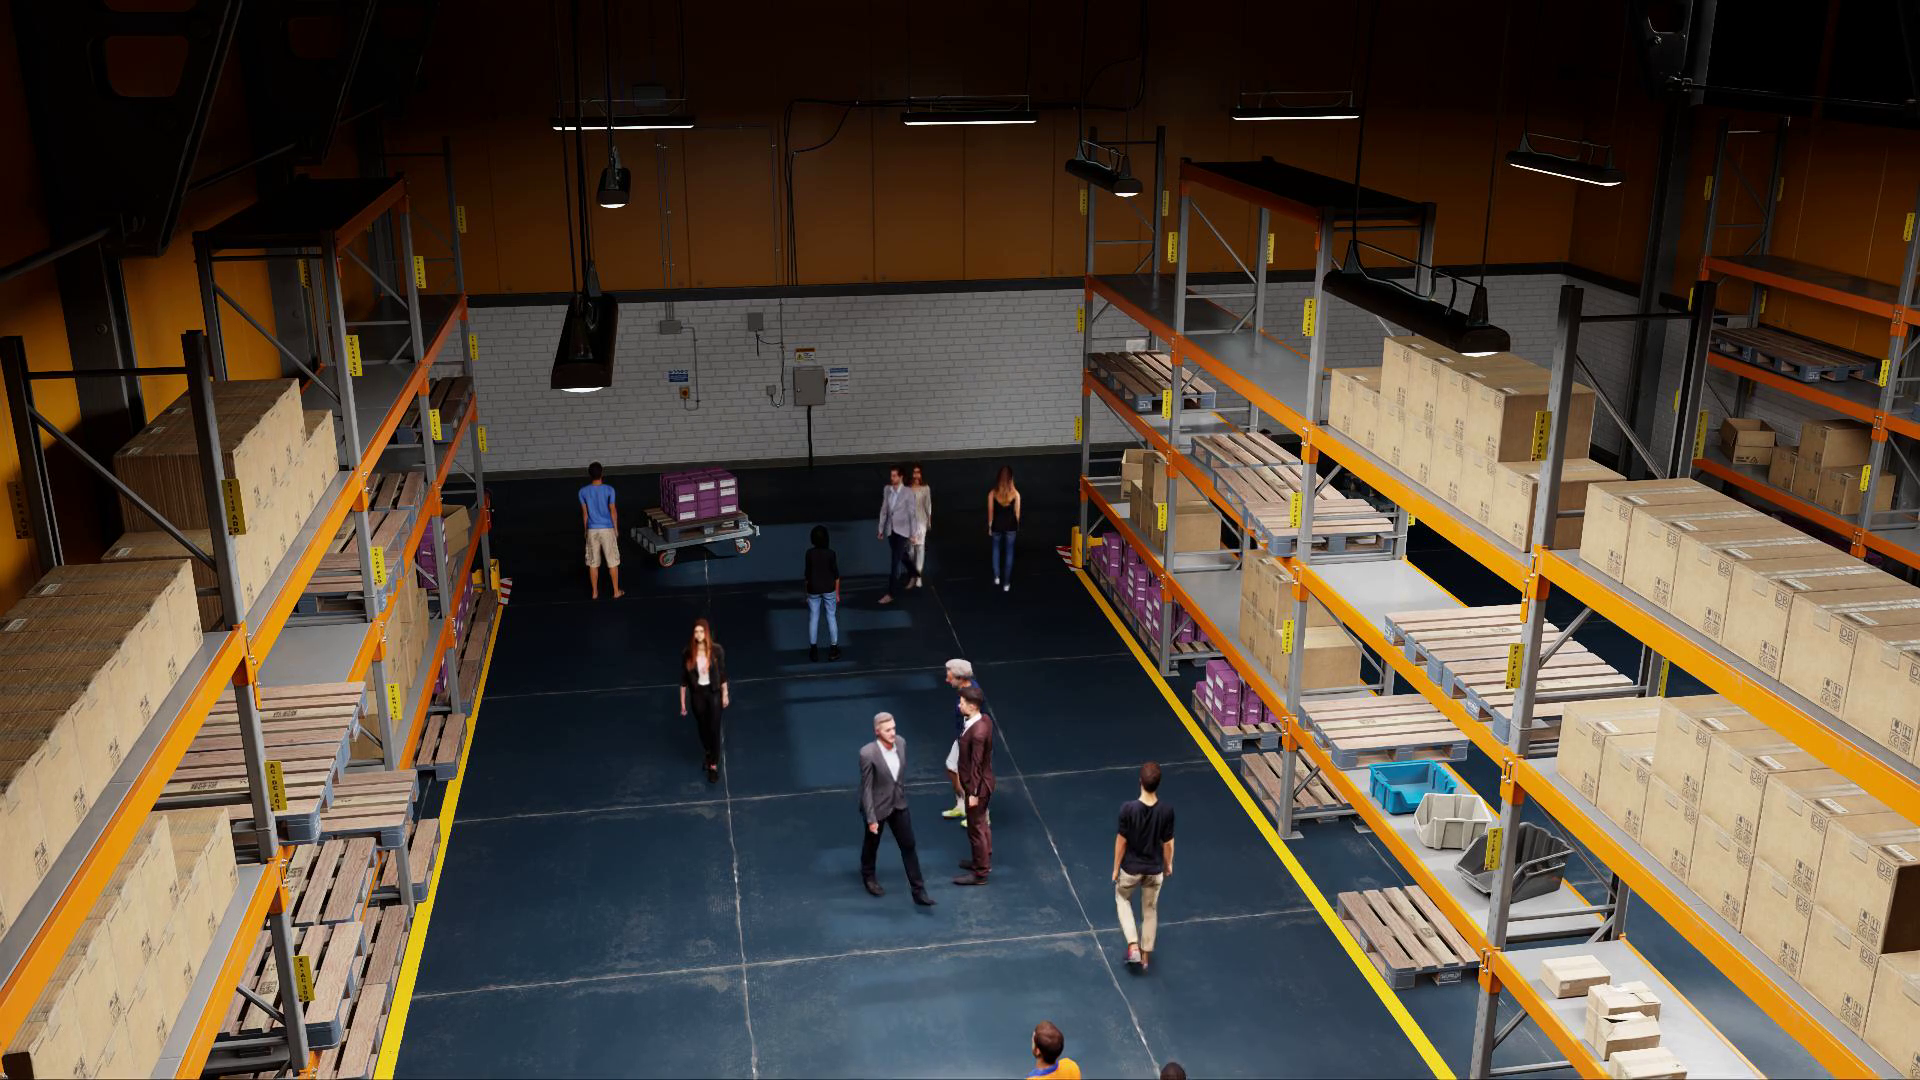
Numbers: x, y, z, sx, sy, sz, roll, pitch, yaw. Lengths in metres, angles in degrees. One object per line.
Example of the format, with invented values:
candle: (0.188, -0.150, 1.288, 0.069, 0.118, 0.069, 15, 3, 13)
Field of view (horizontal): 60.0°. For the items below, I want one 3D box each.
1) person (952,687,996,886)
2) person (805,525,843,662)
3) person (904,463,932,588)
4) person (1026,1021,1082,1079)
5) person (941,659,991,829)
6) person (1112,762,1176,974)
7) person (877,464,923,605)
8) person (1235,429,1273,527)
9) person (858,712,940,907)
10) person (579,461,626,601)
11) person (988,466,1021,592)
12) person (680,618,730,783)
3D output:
person: (0.165, 2.197, 15.000, 0.804, 1.858, 0.630, 1, 19, 4)
person: (-1.651, 0.632, 19.893, 0.607, 1.702, 0.588, 0, 19, 1)
person: (-0.621, -0.256, 22.588, 0.729, 1.663, 1.131, 0, 19, 1)
person: (0.536, 3.790, 10.260, 0.790, 1.863, 0.808, -17, 25, -41)
person: (0.179, 1.943, 15.844, 0.738, 1.801, 0.610, -1, 19, -4)
person: (1.496, 2.709, 13.504, 0.688, 1.843, 0.649, -2, 19, -5)
person: (-0.745, -0.123, 21.955, 1.228, 1.816, 1.237, 15, 24, 38)
person: (4.382, -0.854, 24.480, 0.863, 1.590, 1.113, -12, 22, -31)
person: (-0.722, 2.331, 14.683, 1.106, 1.806, 1.260, -16, 24, -39)
person: (-4.730, -0.128, 21.893, 0.667, 1.865, 0.591, -1, 19, -4)
person: (0.583, -0.128, 22.134, 0.656, 1.711, 0.687, 2, 19, 6)
person: (-2.602, 1.576, 17.113, 0.738, 1.687, 1.005, 0, 19, 0)
